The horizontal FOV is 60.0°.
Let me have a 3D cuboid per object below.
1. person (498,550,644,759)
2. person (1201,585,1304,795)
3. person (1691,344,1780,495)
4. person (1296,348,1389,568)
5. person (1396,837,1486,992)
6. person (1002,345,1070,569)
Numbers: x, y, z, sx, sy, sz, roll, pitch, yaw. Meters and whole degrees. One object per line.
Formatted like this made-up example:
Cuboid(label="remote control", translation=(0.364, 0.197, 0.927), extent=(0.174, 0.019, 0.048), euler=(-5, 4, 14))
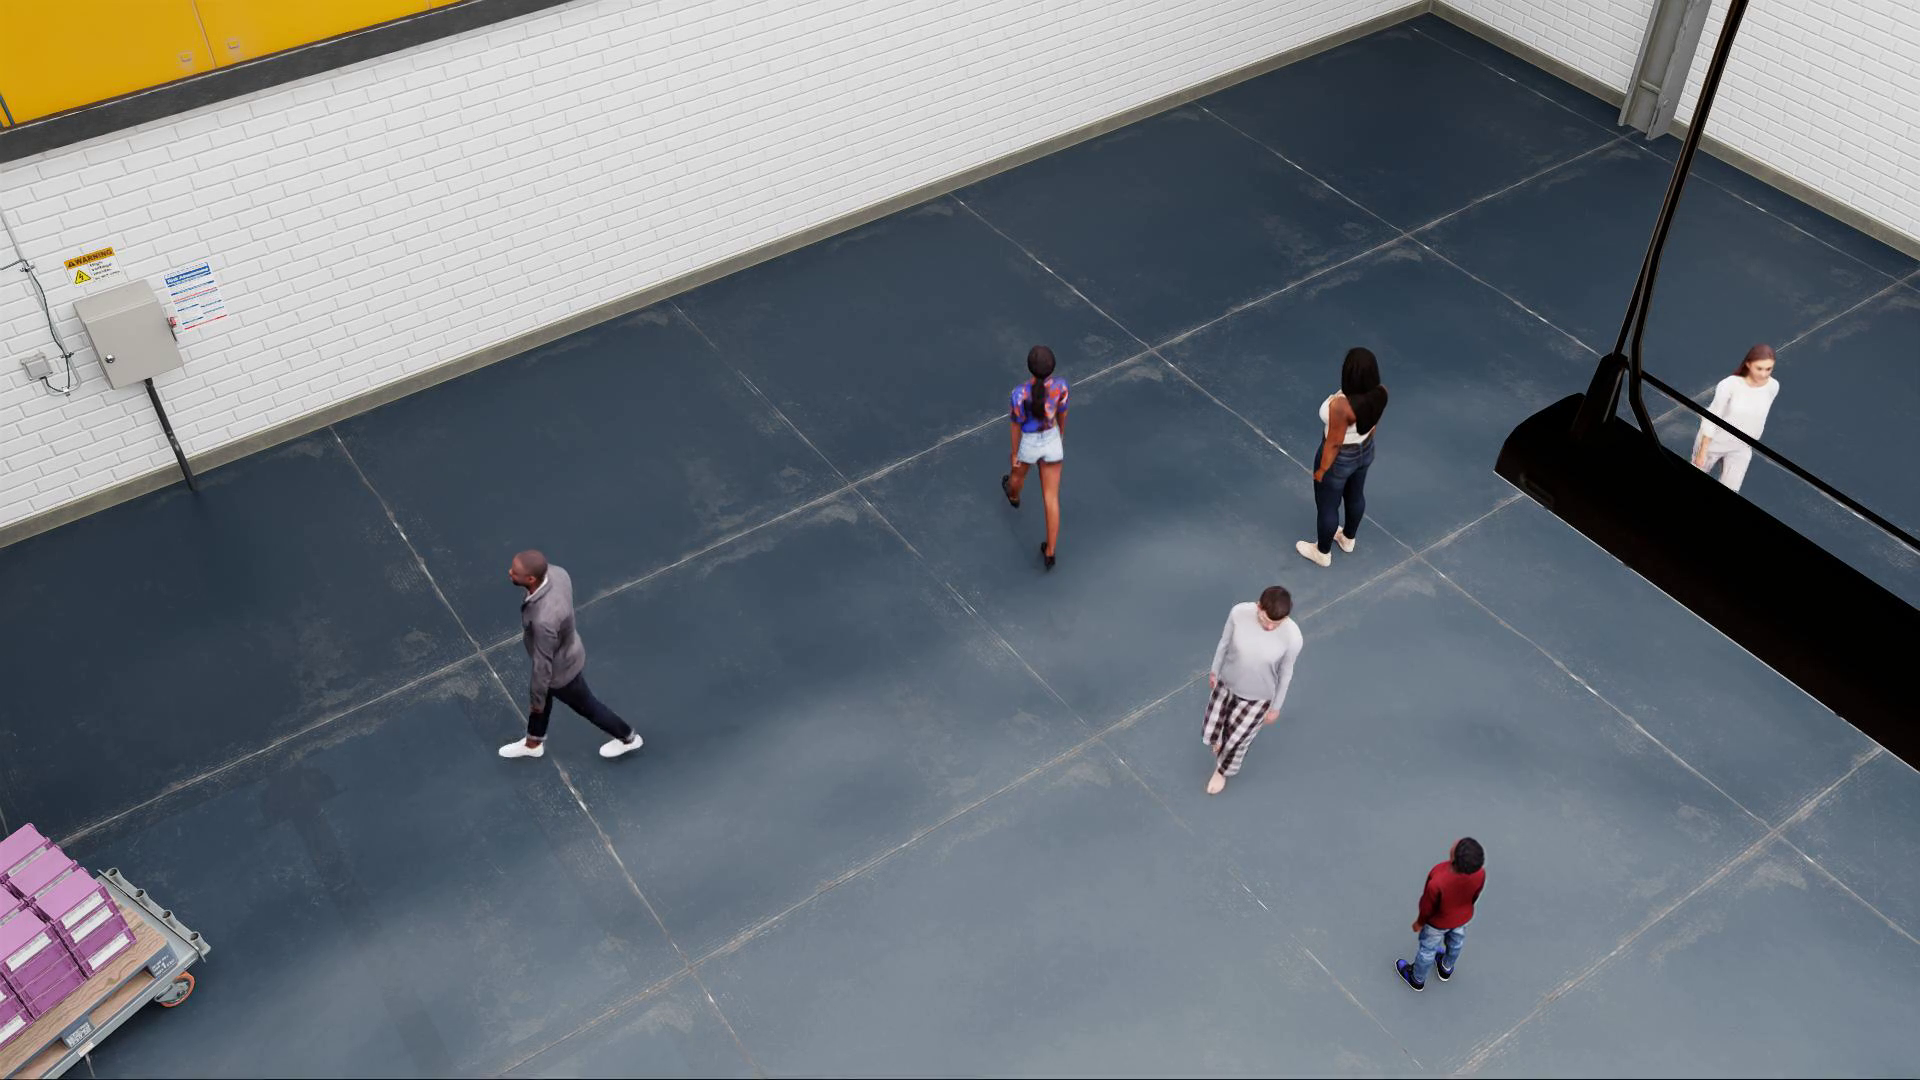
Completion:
Cuboid(label="person", translation=(-2.345, 0.752, 10.105), extent=(1.112, 1.770, 1.212), euler=(-6, 44, -7))
Cuboid(label="person", translation=(1.762, 0.830, 9.989), extent=(0.819, 1.818, 0.887), euler=(28, 50, 26))
Cuboid(label="person", translation=(5.376, -0.741, 11.748), extent=(0.906, 1.666, 1.018), euler=(0, 44, 0))
Cuboid(label="person", translation=(2.670, -0.565, 11.460), extent=(0.626, 1.808, 0.587), euler=(-25, 49, -24))
Cuboid(label="person", translation=(2.671, 2.044, 9.122), extent=(0.559, 1.255, 0.562), euler=(-12, 45, -12))
Cuboid(label="person", translation=(0.571, -0.558, 11.539), extent=(0.893, 1.689, 1.229), euler=(-10, 44, -10))
